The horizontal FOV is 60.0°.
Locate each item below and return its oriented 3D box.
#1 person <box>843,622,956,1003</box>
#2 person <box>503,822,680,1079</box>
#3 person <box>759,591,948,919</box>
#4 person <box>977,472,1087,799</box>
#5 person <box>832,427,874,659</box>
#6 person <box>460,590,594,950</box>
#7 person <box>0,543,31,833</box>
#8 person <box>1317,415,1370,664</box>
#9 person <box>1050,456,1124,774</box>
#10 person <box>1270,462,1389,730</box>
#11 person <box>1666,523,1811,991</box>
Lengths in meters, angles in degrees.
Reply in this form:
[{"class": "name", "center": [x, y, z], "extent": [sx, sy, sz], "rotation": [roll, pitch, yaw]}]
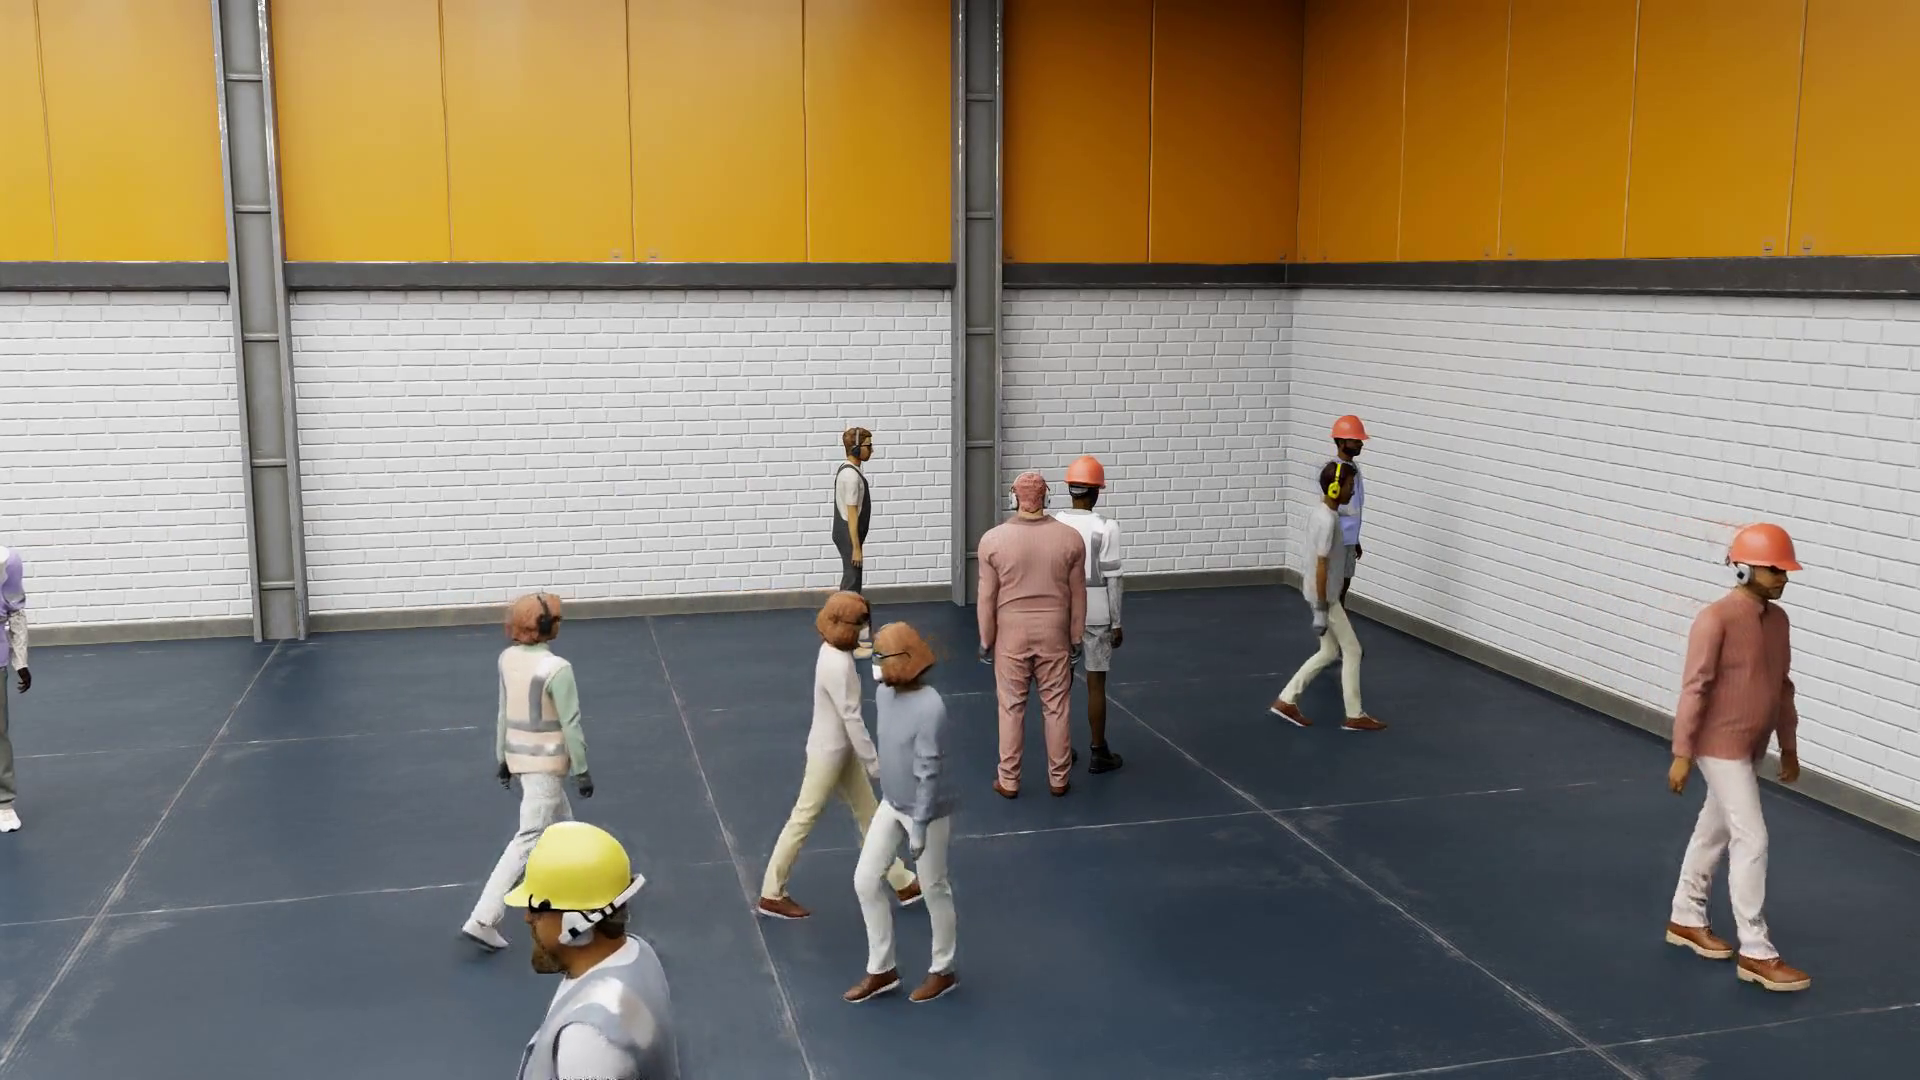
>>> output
[{"class": "person", "center": [-0.251, 1.144, 6.836], "extent": [0.607, 1.607, 0.514], "rotation": [-7, 12, -39]}, {"class": "person", "center": [-0.761, 1.528, 3.852], "extent": [0.804, 1.805, 0.596], "rotation": [-1, 9, -9]}, {"class": "person", "center": [-0.534, 1.011, 7.778], "extent": [0.915, 1.570, 0.505], "rotation": [0, 9, -1]}, {"class": "person", "center": [0.411, 0.554, 9.624], "extent": [0.639, 1.903, 0.409], "rotation": [-1, 9, -6]}, {"class": "person", "center": [-0.837, 0.023, 13.153], "extent": [0.342, 1.839, 0.501], "rotation": [0, 9, -3]}, {"class": "person", "center": [-1.948, 1.033, 7.584], "extent": [0.852, 1.606, 0.524], "rotation": [-9, 13, -44]}, {"class": "person", "center": [-5.342, 0.646, 8.958], "extent": [0.586, 1.928, 0.380], "rotation": [-4, 10, -26]}, {"class": "person", "center": [3.009, -0.012, 13.038], "extent": [0.360, 1.939, 0.543], "rotation": [7, 11, 36]}, {"class": "person", "center": [0.752, 0.456, 10.138], "extent": [0.543, 1.932, 0.370], "rotation": [5, 10, 28]}, {"class": "person", "center": [2.468, 0.381, 10.996], "extent": [0.769, 1.811, 0.578], "rotation": [0, 9, 3]}, {"class": "person", "center": [3.457, 0.915, 7.143], "extent": [0.654, 1.964, 0.850], "rotation": [-7, 11, -36]}]
